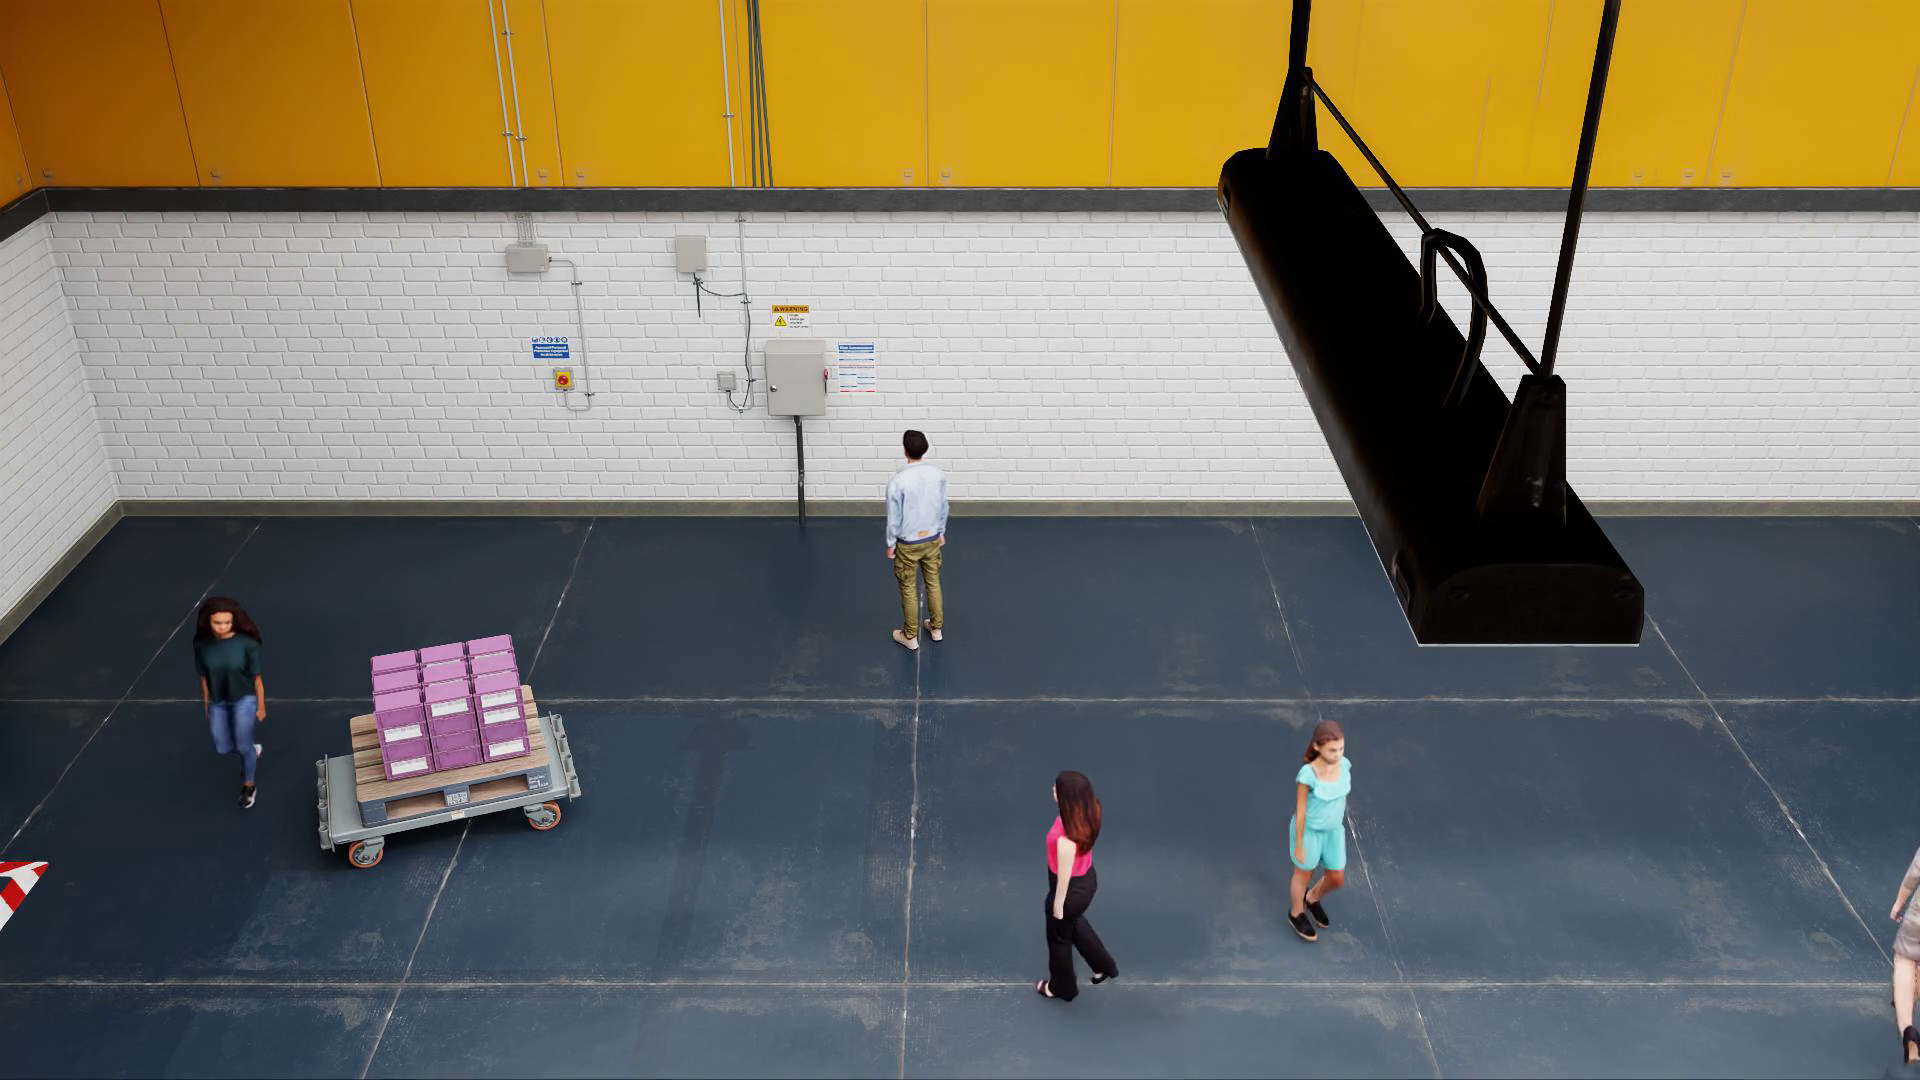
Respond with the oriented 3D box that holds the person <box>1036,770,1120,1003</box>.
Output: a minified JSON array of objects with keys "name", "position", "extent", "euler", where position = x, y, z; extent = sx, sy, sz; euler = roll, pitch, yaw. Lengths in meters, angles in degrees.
[{"name":"person","position":[0.691,1.982,9.382],"extent":[0.796,1.649,0.751],"euler":[12,31,20]}]

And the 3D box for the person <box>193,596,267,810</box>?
[{"name":"person","position":[-4.835,1.036,11.171],"extent":[0.629,1.598,0.702],"euler":[0,29,1]}]

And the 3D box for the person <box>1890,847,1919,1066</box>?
[{"name":"person","position":[5.338,2.117,9.055],"extent":[0.831,1.726,1.106],"euler":[10,30,17]}]

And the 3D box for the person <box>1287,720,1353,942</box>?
[{"name":"person","position":[2.102,1.704,9.996],"extent":[0.628,1.550,0.664],"euler":[-11,30,-19]}]

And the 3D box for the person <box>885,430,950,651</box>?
[{"name":"person","position":[-0.336,-0.006,12.859],"extent":[0.763,1.810,0.759],"euler":[-16,33,-27]}]
